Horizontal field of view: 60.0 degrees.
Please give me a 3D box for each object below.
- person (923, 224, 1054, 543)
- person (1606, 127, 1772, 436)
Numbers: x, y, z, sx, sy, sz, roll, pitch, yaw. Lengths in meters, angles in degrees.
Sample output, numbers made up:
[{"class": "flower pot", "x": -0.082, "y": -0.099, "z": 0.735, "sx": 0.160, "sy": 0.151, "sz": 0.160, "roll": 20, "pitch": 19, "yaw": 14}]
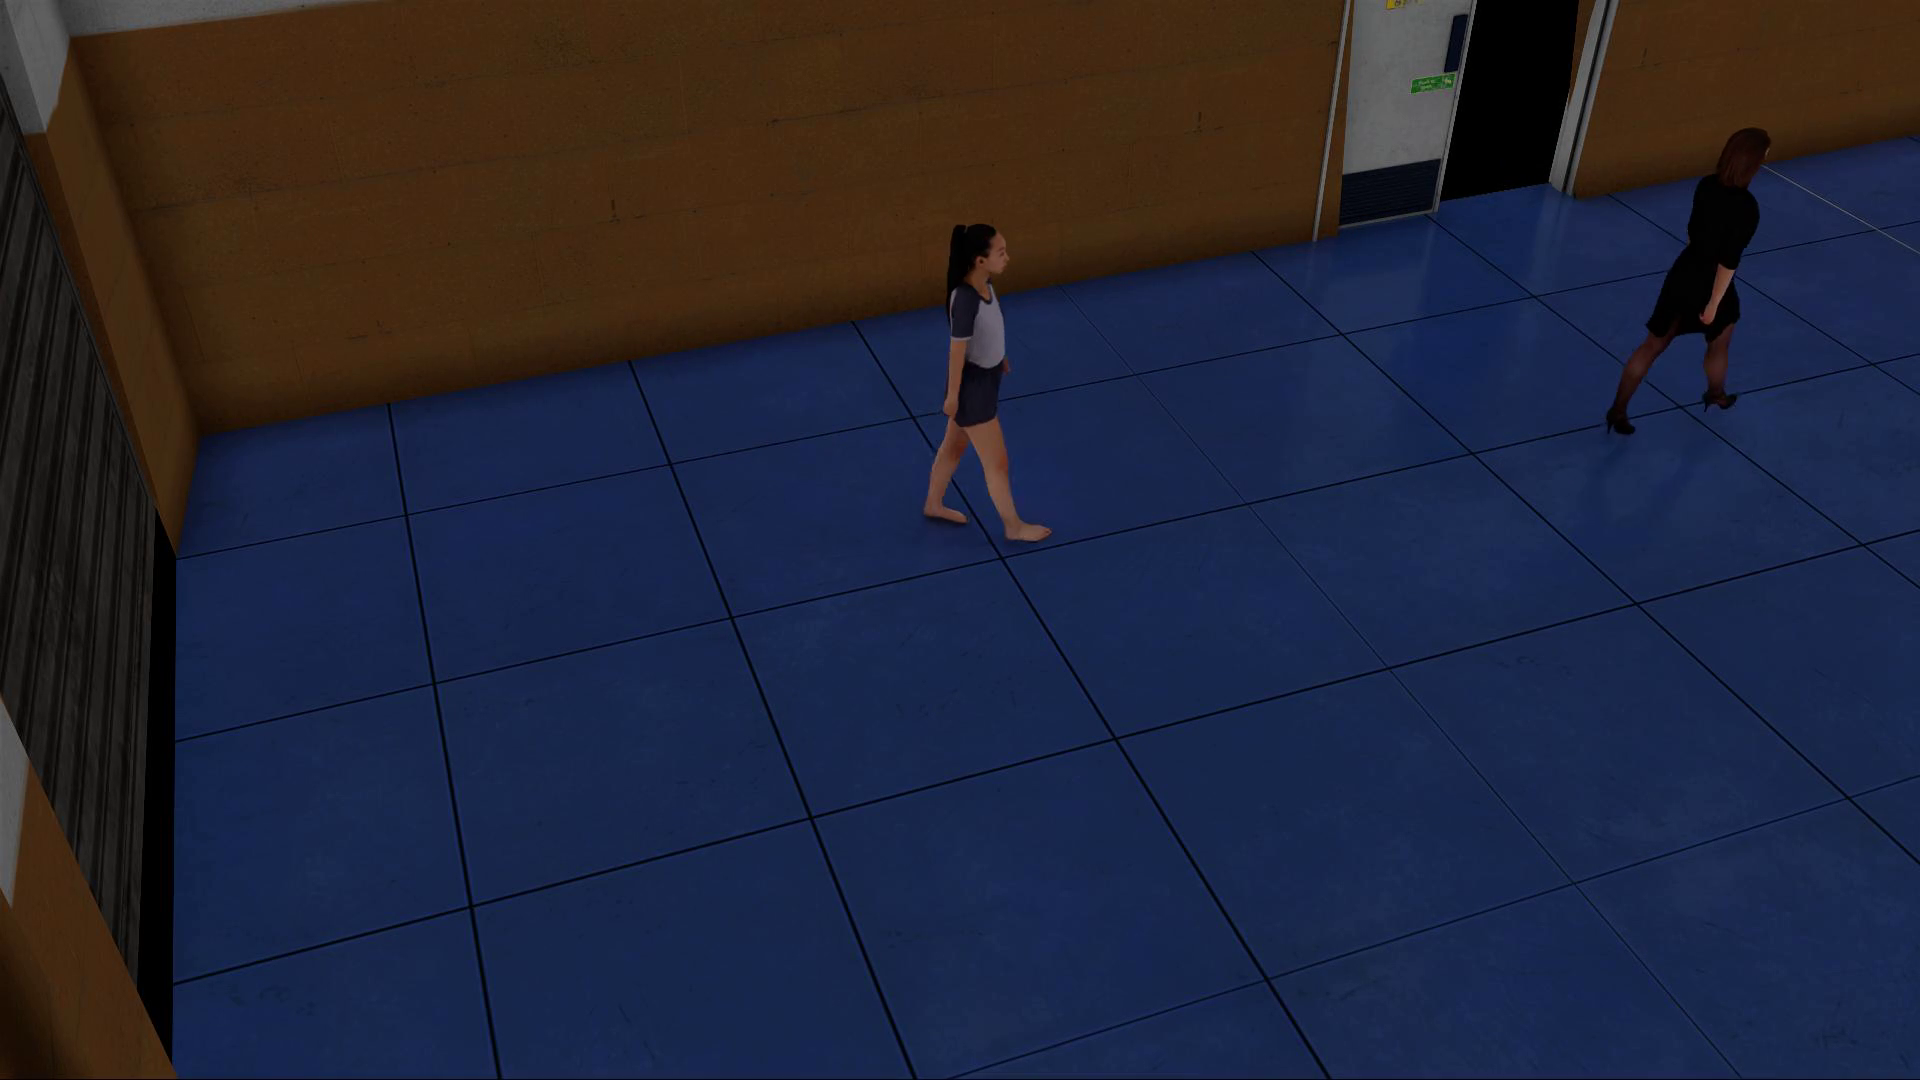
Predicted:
[{"class": "person", "x": -0.031, "y": -0.708, "z": 7.740, "sx": 0.926, "sy": 1.623, "sz": 0.940, "roll": 6, "pitch": 37, "yaw": 9}, {"class": "person", "x": 3.655, "y": -1.227, "z": 8.397, "sx": 0.644, "sy": 1.647, "sz": 1.000, "roll": -13, "pitch": 39, "yaw": -16}]
